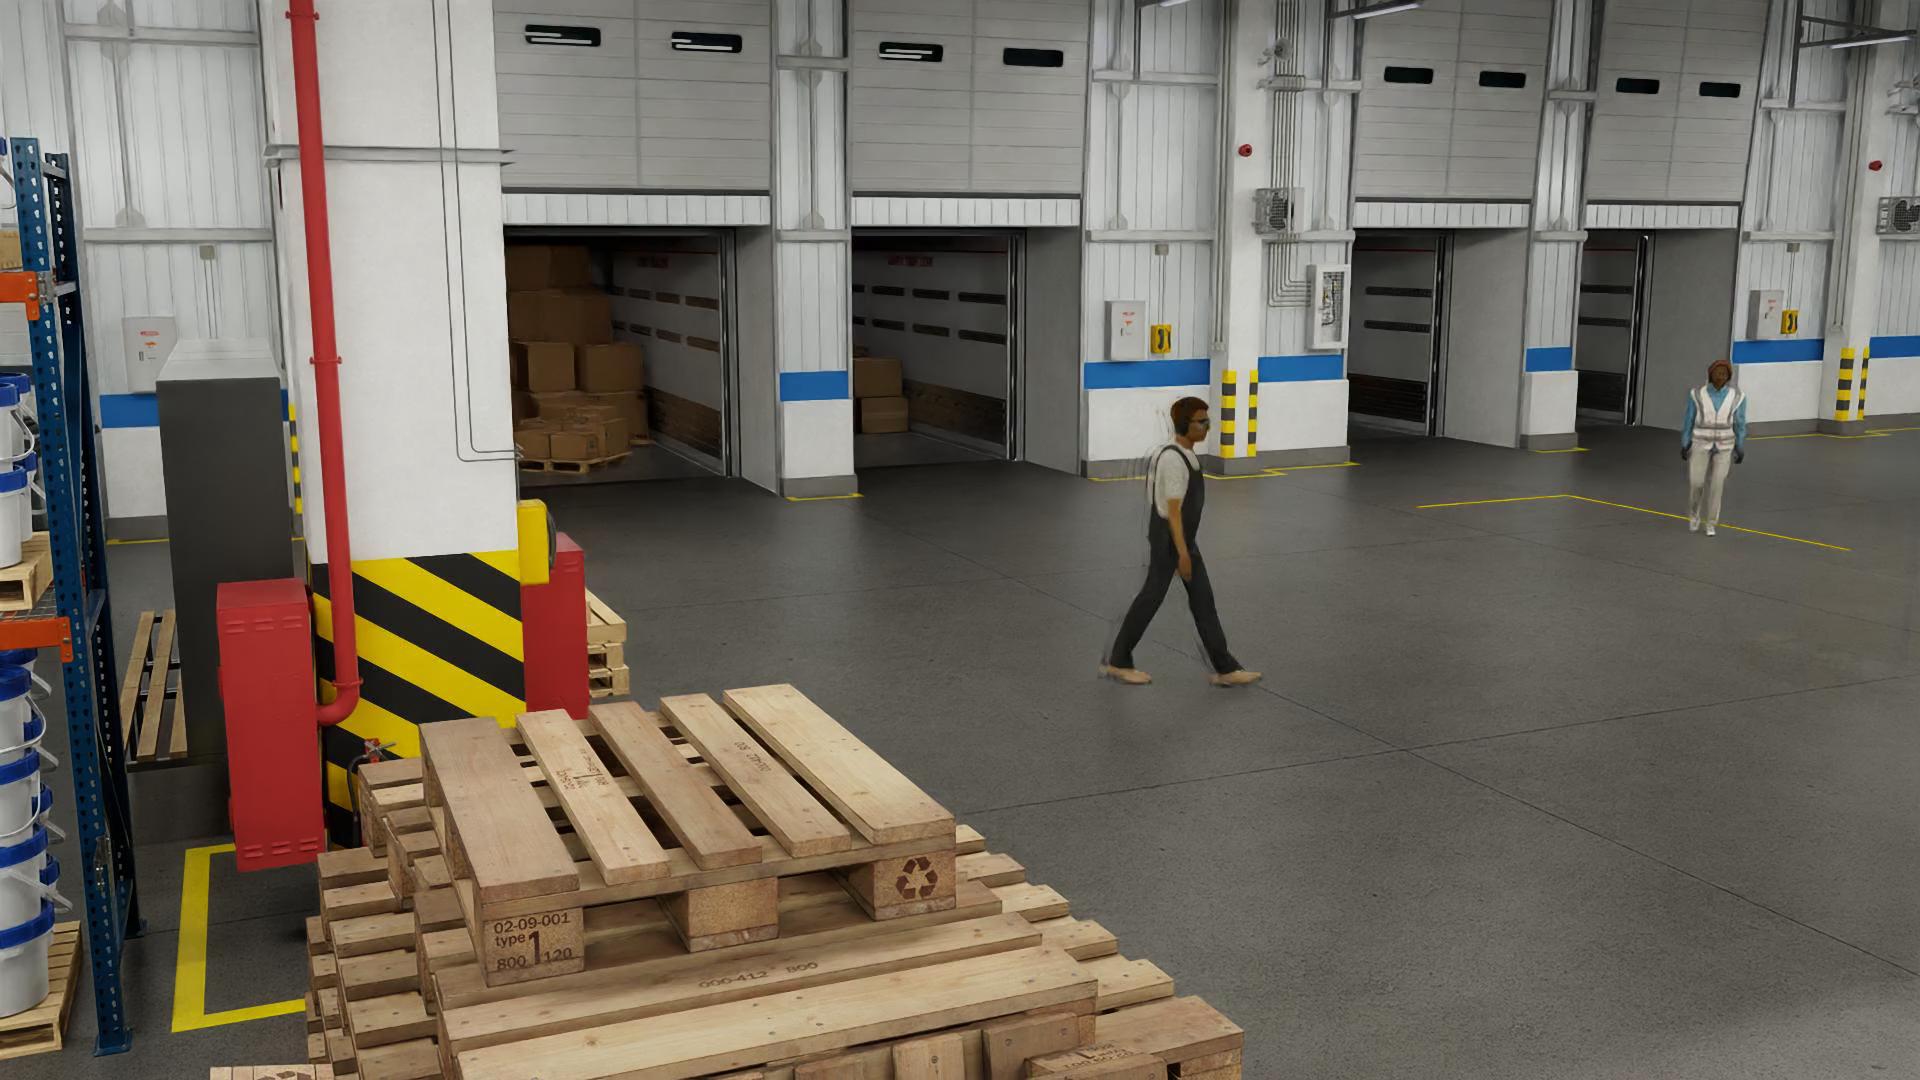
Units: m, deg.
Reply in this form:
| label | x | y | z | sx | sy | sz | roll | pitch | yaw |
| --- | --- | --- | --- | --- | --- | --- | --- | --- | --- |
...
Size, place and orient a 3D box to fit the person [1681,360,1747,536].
| label | x | y | z | sx | sy | sz | roll | pitch | yaw |
| --- | --- | --- | --- | --- | --- | --- | --- | --- | --- |
| person | 6.907 | -0.836 | 15.242 | 0.538 | 1.623 | 0.382 | 4 | 11 | 19 |

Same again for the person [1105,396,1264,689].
| label | x | y | z | sx | sy | sz | roll | pitch | yaw |
| --- | --- | --- | --- | --- | --- | --- | --- | --- | --- |
| person | 1.330 | 0.031 | 10.032 | 0.983 | 1.792 | 0.538 | 4 | 11 | 22 |
